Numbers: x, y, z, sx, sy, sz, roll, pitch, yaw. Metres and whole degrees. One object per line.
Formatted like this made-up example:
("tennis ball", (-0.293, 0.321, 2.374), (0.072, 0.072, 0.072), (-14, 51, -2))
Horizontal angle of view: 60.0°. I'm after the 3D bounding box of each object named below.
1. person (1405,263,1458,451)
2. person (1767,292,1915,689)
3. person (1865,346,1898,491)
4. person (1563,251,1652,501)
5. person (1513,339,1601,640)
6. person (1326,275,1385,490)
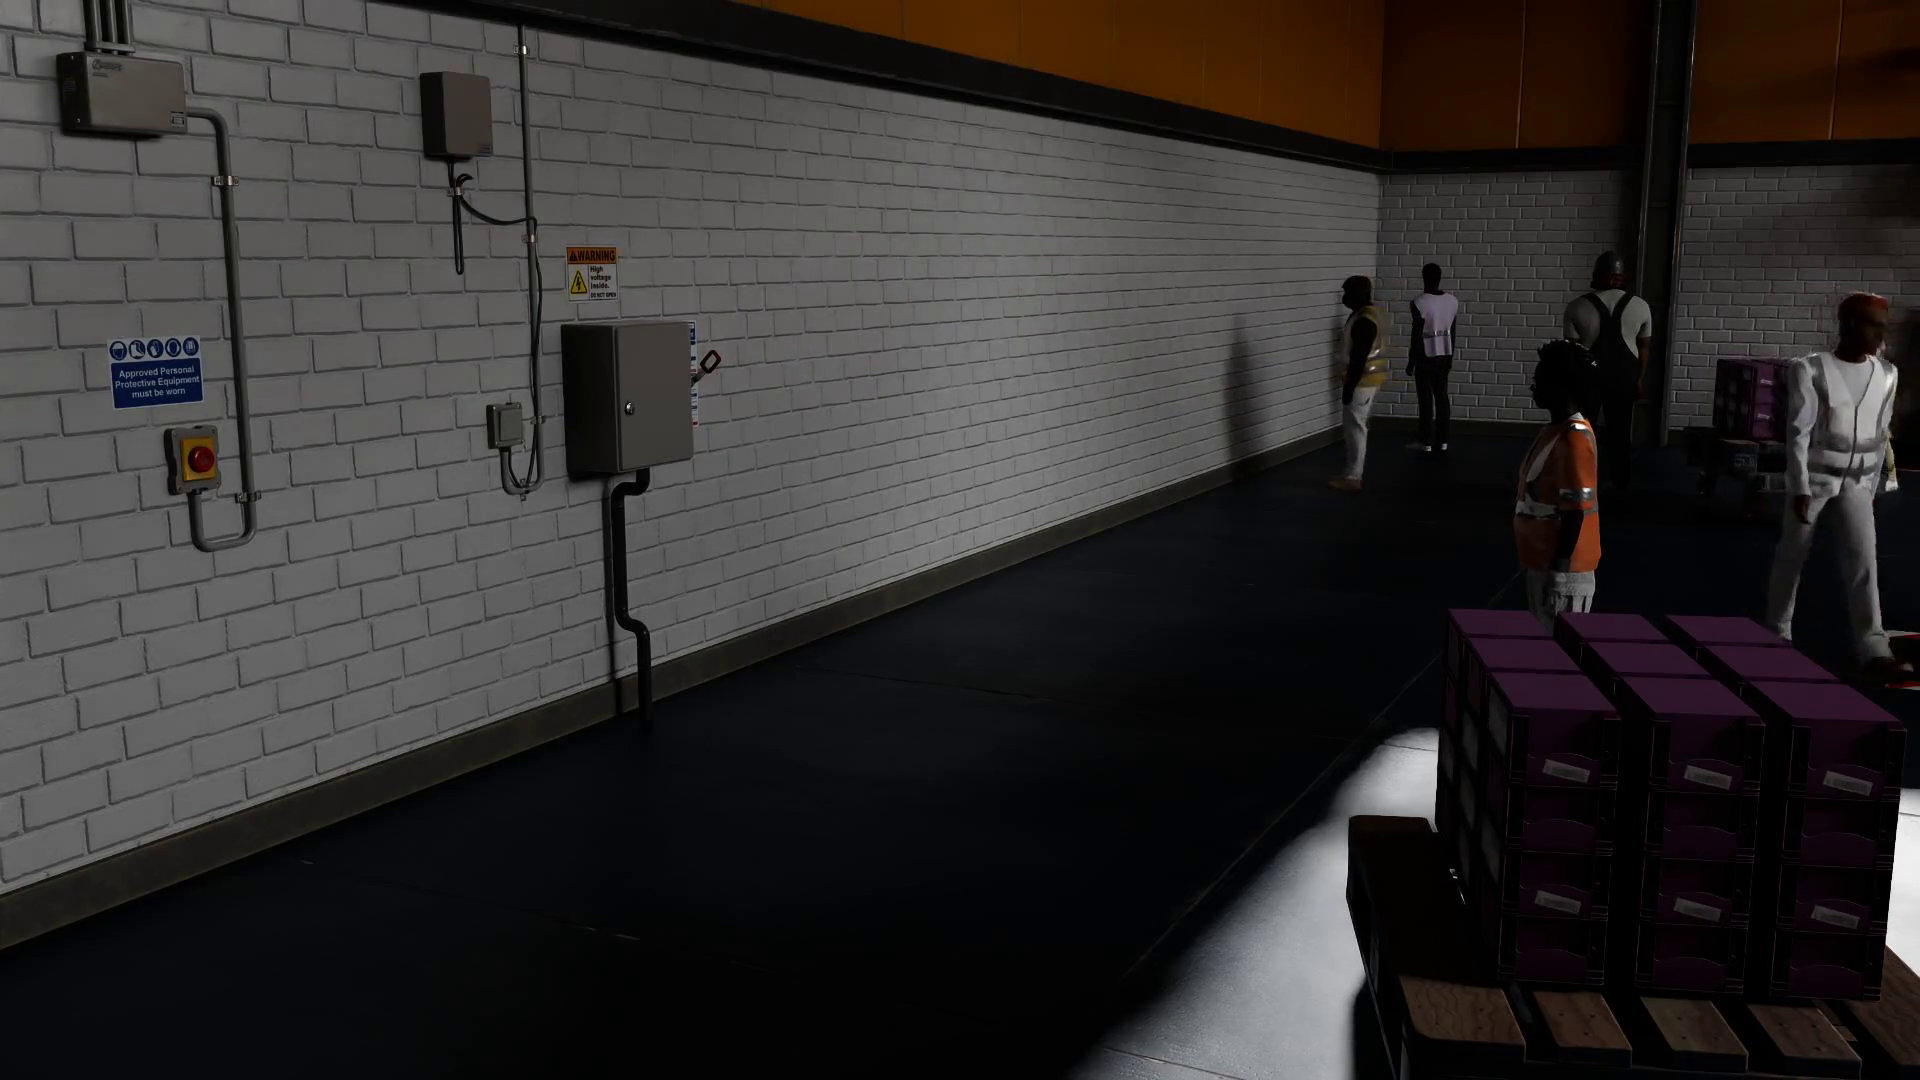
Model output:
("person", (4.831, -1.864, 17.028), (0.590, 1.916, 0.393), (-5, 11, -28))
("person", (4.142, -0.232, 7.803), (0.588, 1.822, 1.021), (0, 10, -3))
("person", (7.580, -1.187, 14.087), (0.903, 1.575, 0.505), (-1, 10, -5))
("person", (5.255, -1.341, 13.640), (0.682, 2.000, 0.538), (2, 10, 9))
("person", (2.282, 0.083, 6.386), (0.319, 1.697, 0.533), (2, 10, 12))
("person", (3.399, -1.336, 14.219), (0.437, 1.834, 0.657), (2, 10, 12))
